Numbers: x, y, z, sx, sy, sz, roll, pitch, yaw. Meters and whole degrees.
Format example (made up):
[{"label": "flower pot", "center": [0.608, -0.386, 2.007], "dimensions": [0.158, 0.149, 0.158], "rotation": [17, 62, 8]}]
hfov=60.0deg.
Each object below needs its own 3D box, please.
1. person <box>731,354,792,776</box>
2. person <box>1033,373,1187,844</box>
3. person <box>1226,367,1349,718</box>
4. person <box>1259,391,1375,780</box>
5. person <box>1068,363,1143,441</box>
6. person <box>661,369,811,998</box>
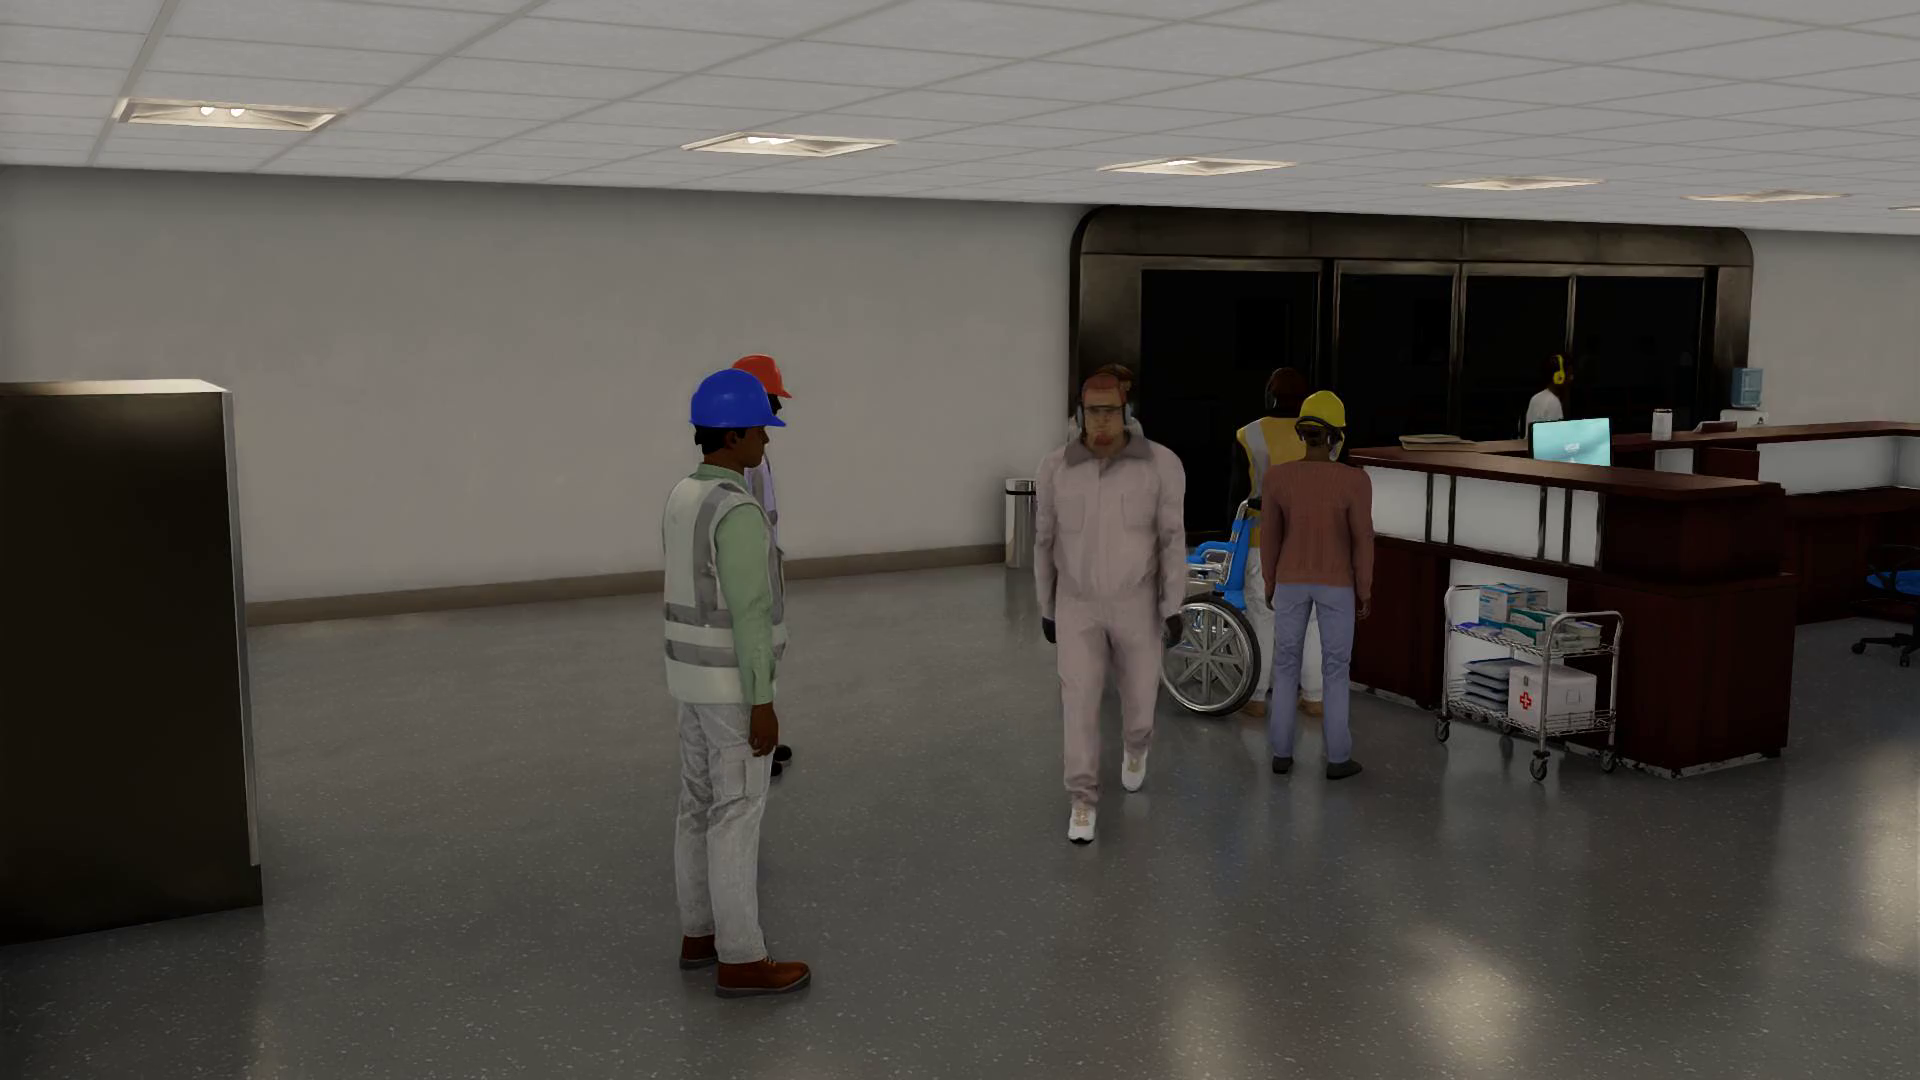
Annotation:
[{"label": "person", "center": [-0.959, 0.117, 7.638], "dimensions": [0.390, 1.929, 0.545], "rotation": [0, 8, 1]}, {"label": "person", "center": [0.623, 0.240, 6.937], "dimensions": [0.642, 1.881, 0.874], "rotation": [1, 8, 8]}, {"label": "person", "center": [1.698, 0.019, 8.700], "dimensions": [0.627, 1.836, 0.428], "rotation": [0, 8, -3]}, {"label": "person", "center": [1.621, 0.207, 7.573], "dimensions": [0.525, 1.769, 0.313], "rotation": [4, 9, 27]}, {"label": "person", "center": [0.881, -0.171, 10.144], "dimensions": [0.527, 1.811, 0.716], "rotation": [5, 10, 35]}, {"label": "person", "center": [-0.724, 0.443, 5.205], "dimensions": [0.389, 1.948, 0.607], "rotation": [-5, 9, -30]}]
